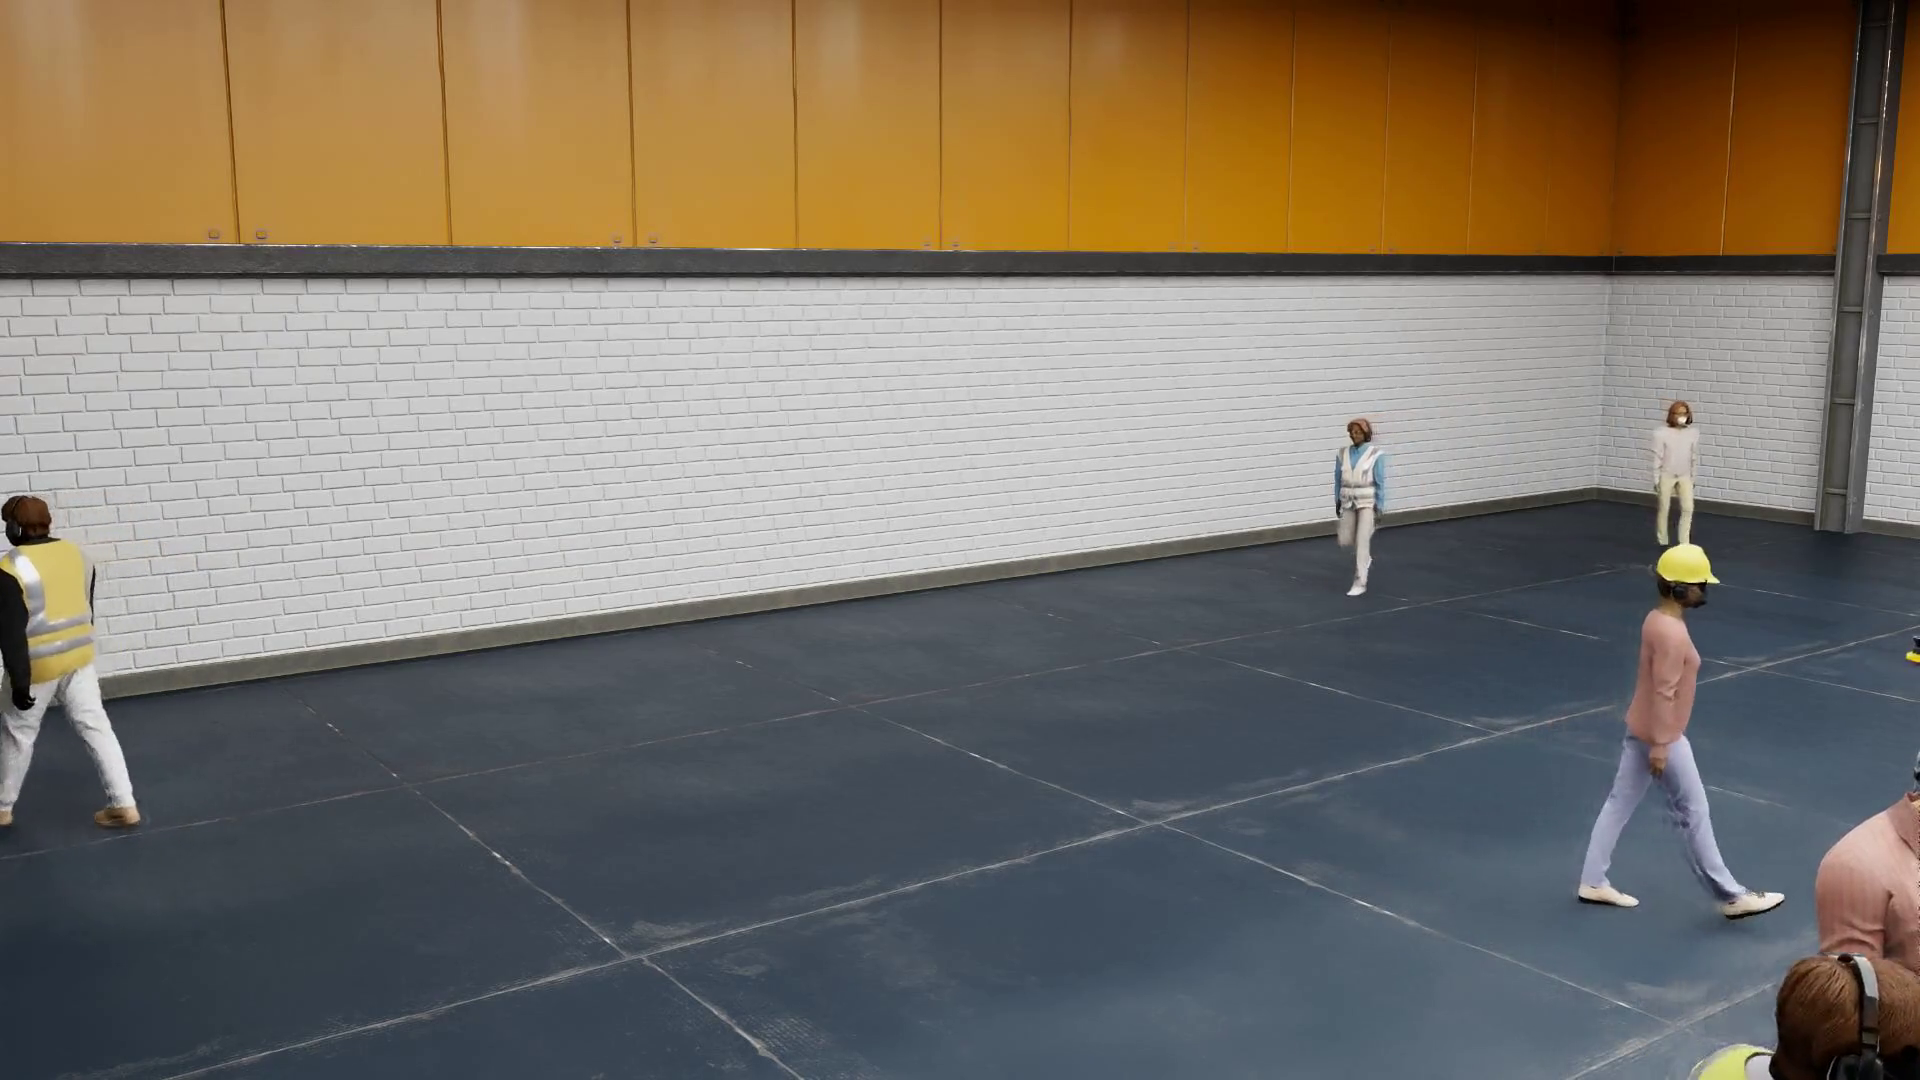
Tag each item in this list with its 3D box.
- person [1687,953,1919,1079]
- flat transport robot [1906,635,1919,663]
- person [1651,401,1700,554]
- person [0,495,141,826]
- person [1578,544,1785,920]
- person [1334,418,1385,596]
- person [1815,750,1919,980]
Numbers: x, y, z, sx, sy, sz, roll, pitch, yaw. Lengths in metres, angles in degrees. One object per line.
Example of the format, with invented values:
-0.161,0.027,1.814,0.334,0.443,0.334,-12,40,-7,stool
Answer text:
1.430,1.581,2.893,0.450,1.827,0.659,1,9,8,person
7.747,0.876,12.025,0.652,0.197,1.431,-6,11,-33,flat transport robot
7.355,-0.609,17.052,0.517,1.603,0.686,0,9,1,person
-4.814,0.649,8.782,0.989,1.790,0.644,3,10,18,person
3.284,0.875,7.543,0.877,1.717,0.547,2,9,13,person
3.684,-0.314,15.222,0.520,1.624,0.522,9,13,44,person
2.407,1.347,4.105,0.643,1.905,0.399,-3,10,-16,person
